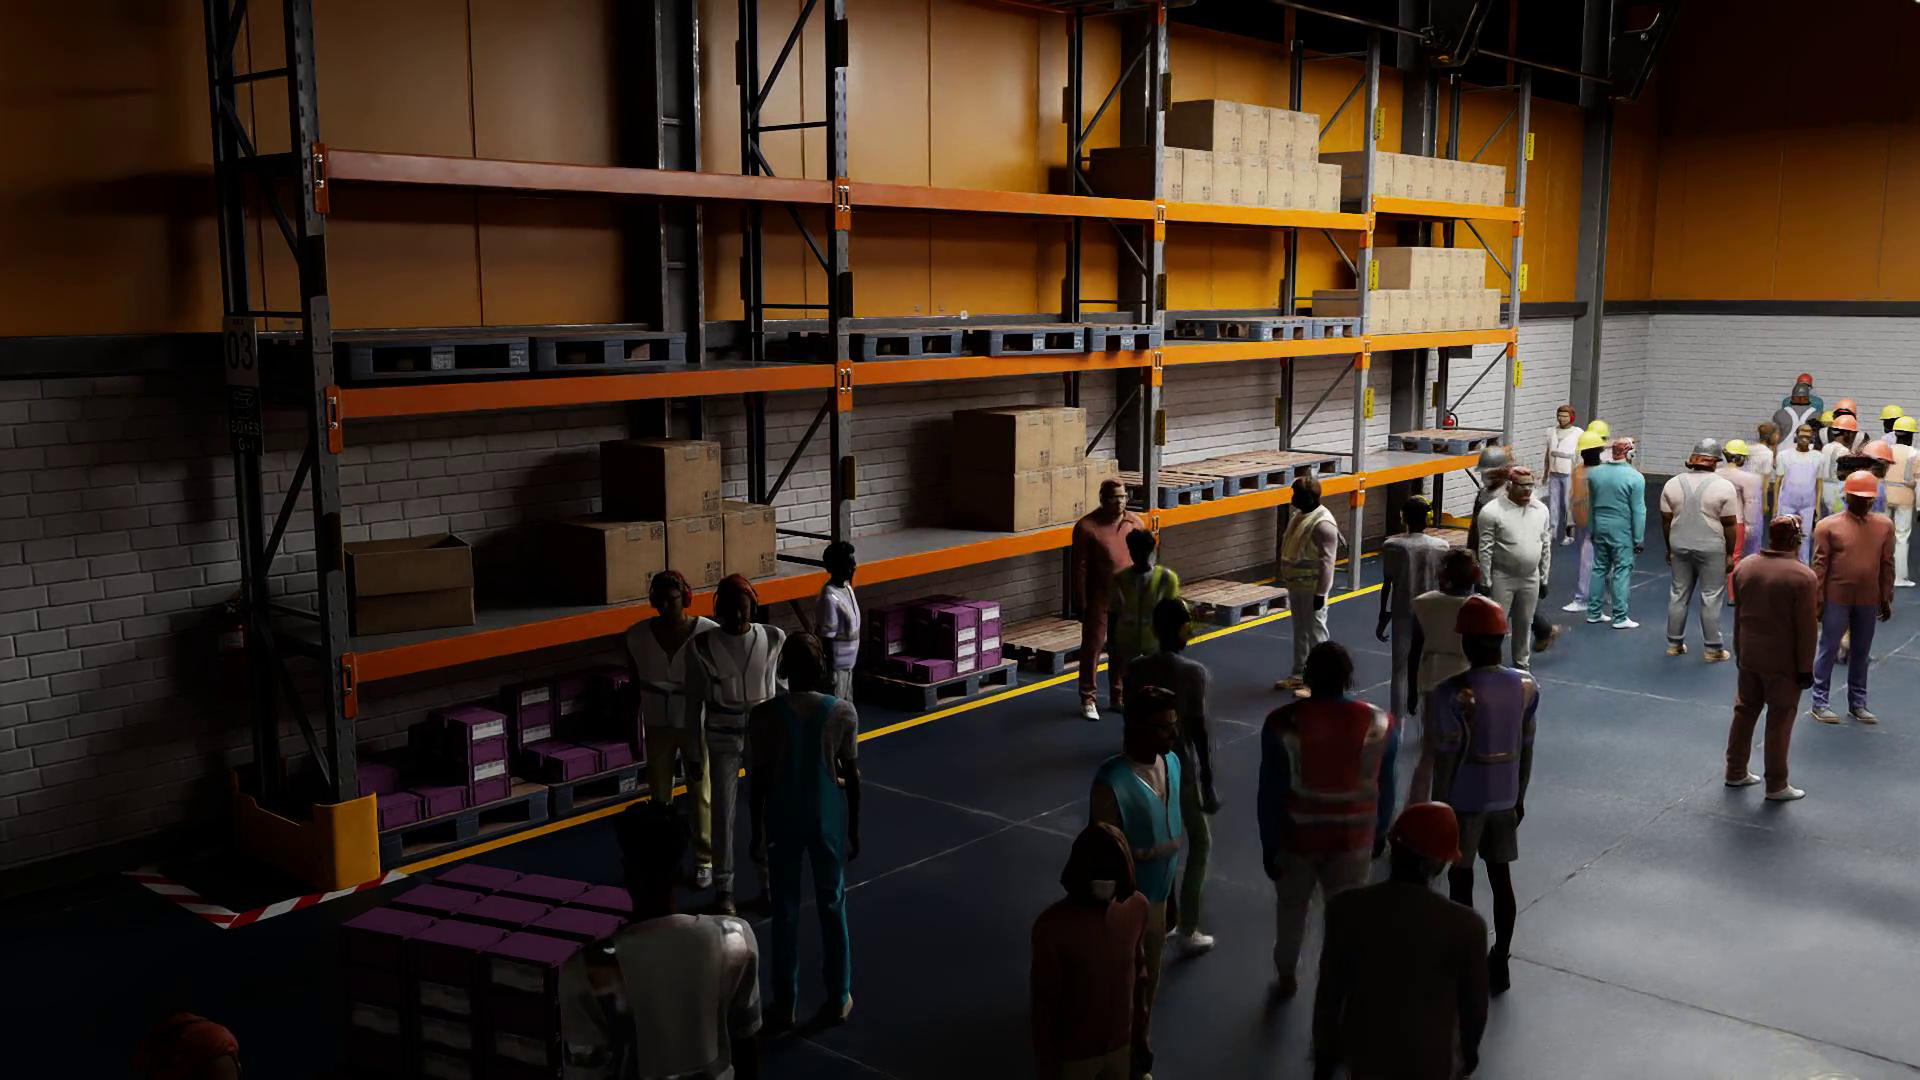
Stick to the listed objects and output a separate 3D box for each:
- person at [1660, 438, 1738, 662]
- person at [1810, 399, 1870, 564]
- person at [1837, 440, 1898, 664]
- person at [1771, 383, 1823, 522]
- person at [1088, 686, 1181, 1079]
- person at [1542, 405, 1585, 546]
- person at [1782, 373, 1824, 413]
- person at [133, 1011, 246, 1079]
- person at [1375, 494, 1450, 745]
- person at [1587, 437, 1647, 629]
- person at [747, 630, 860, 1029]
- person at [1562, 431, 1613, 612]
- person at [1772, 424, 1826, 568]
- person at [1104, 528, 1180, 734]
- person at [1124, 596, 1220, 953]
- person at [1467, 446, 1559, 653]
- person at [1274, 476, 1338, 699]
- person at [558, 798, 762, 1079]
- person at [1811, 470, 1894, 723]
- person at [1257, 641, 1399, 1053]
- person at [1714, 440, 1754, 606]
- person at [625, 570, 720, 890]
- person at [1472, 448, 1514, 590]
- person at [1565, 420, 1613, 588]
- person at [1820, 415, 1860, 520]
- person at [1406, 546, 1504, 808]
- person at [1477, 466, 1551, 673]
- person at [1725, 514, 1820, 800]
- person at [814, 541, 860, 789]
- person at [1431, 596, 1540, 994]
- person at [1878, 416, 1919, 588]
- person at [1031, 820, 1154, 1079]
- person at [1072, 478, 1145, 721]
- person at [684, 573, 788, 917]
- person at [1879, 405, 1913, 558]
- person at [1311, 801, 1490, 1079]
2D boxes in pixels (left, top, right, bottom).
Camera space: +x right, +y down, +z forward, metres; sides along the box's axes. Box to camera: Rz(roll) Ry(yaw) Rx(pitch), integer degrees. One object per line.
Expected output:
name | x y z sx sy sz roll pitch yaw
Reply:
person | 6.747 0.072 15.116 0.535 2.000 0.674 -8 12 -41
person | 10.598 -0.691 20.078 0.619 2.029 0.409 5 10 30
person | 8.111 0.117 14.886 0.470 2.013 0.645 1 9 4
person | 11.687 -1.187 23.232 0.680 2.000 0.535 4 10 25
person | 0.693 1.476 6.731 0.392 1.836 0.561 6 11 35
person | 7.884 -0.846 21.696 0.400 1.835 0.563 -6 11 -36
person | 13.250 -1.626 26.209 0.611 1.996 0.379 4 10 24
person | -1.622 1.934 3.612 0.356 1.883 0.572 5 10 28
person | 3.352 0.594 12.321 0.530 1.862 0.314 1 9 5
person | 6.535 -0.073 16.519 0.399 1.899 0.648 -5 10 -27
person | -0.714 1.327 7.649 0.516 1.843 0.327 -2 9 -10
person | 6.663 -0.206 17.407 0.851 1.893 0.589 -4 10 -23
person | 9.415 -0.381 18.691 0.514 1.844 0.354 3 9 20
person | 1.320 0.725 12.013 0.560 1.685 0.462 2 9 11
person | 1.080 1.202 8.447 0.591 1.846 0.438 8 12 42
person | 4.930 0.108 14.883 0.789 2.000 0.696 -2 9 -15
person | 2.862 0.387 13.734 0.430 1.841 0.624 -2 9 -12
person | -0.858 1.707 4.804 0.613 1.963 0.362 -6 10 -32
person | 6.920 0.444 12.900 0.614 1.987 0.408 0 9 -1
person | 1.685 1.348 7.693 0.633 1.786 0.965 1 9 7
person | 8.162 -0.183 17.654 0.333 1.763 0.527 -6 11 -34
person | -1.592 1.063 9.396 0.567 1.838 0.386 0 9 2
person | 5.899 -0.217 18.343 0.533 1.606 0.553 -5 10 -28
person | 7.027 -0.376 18.419 0.589 1.914 0.417 8 12 43
person | 9.997 -0.466 18.962 0.389 1.925 0.549 1 9 5
person | 3.026 0.952 10.227 0.603 1.808 0.894 5 10 29
person | 4.652 0.323 13.946 0.641 1.902 0.399 -2 9 -12
person | 5.445 0.769 11.097 0.398 1.899 0.639 -3 9 -21
person | -0.840 0.839 11.308 0.322 1.690 0.536 1 9 9
person | 2.485 1.226 8.004 0.544 1.938 0.356 -3 9 -17
person | 10.540 -0.428 18.712 0.381 1.923 0.591 -7 11 -37
person | 0.452 1.742 5.652 0.501 1.631 0.287 -6 11 -35
person | 1.194 0.457 13.060 0.642 1.909 0.399 -4 10 -25
person | -1.191 1.105 8.986 0.584 1.879 0.369 -3 9 -19
person | 11.493 -0.708 20.568 0.591 1.912 0.399 -6 11 -33
person | 1.495 1.712 5.656 0.554 1.698 0.894 6 11 34
